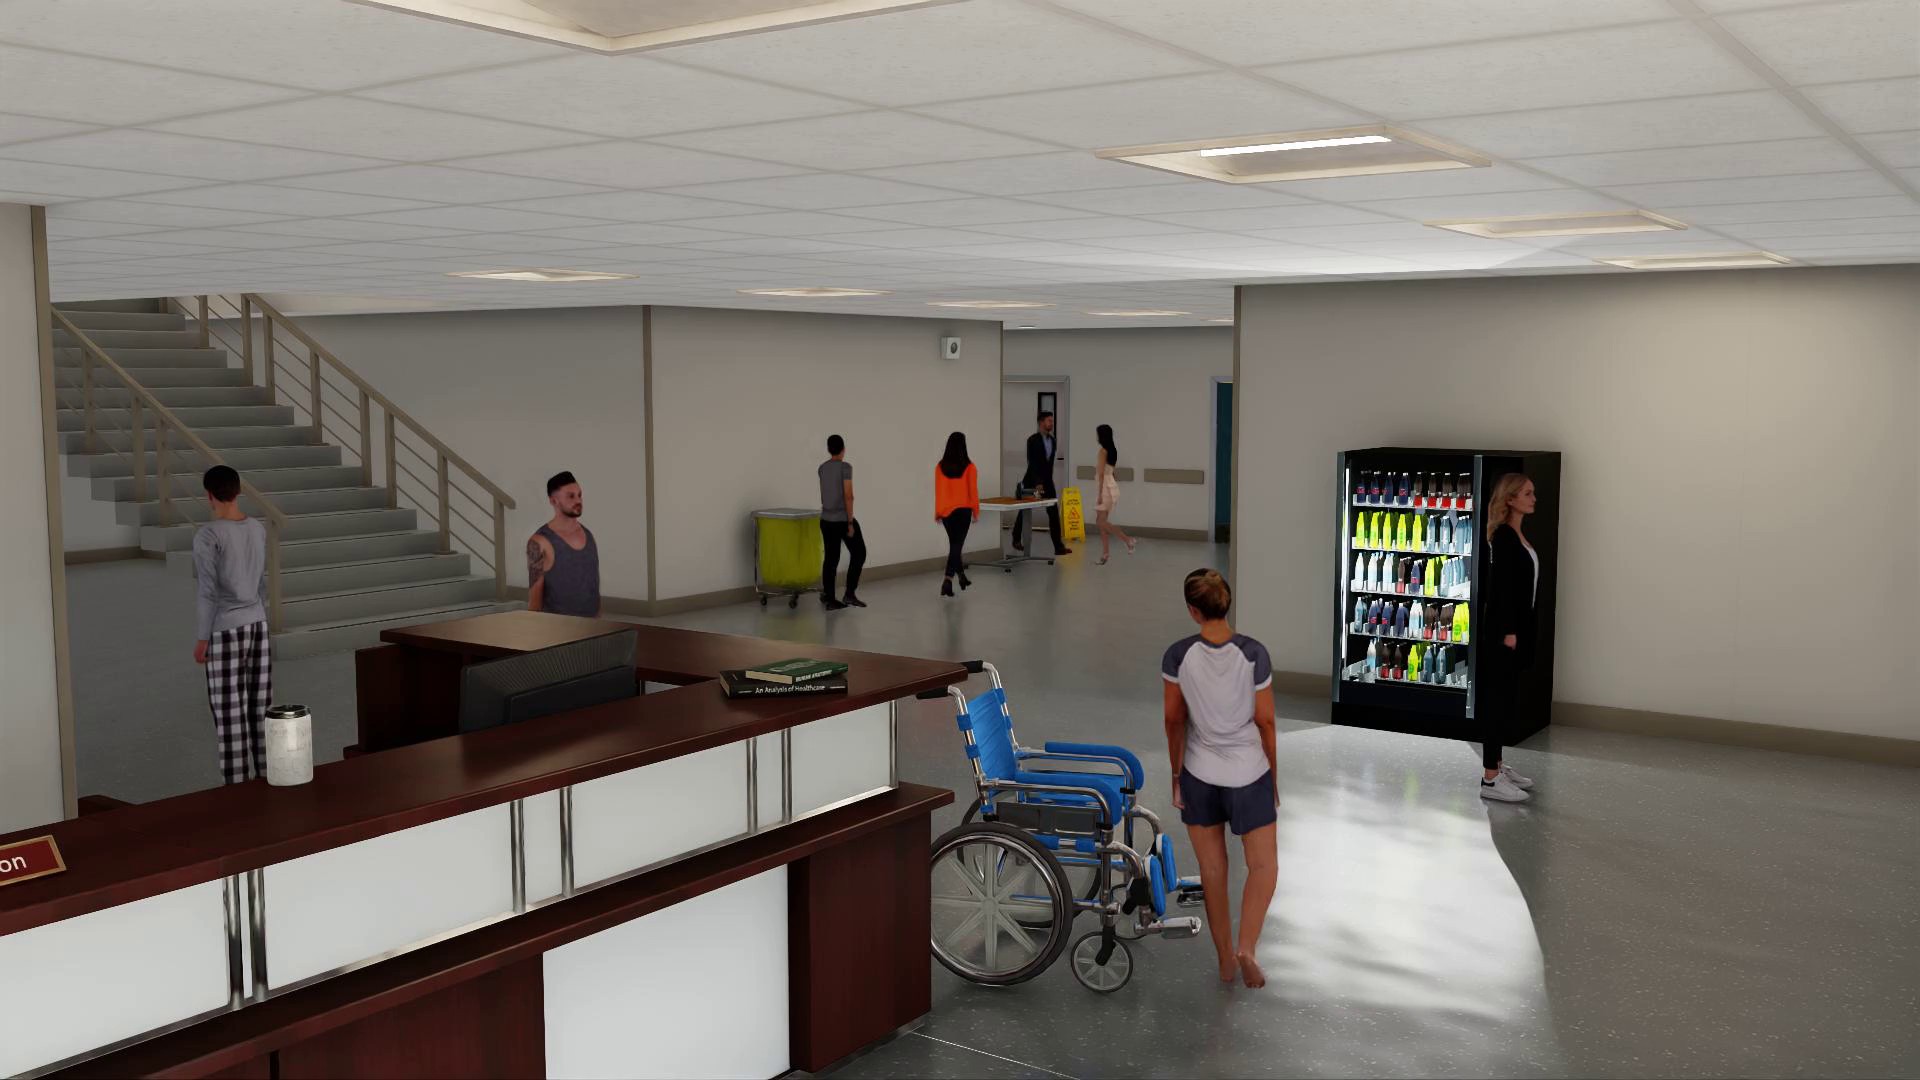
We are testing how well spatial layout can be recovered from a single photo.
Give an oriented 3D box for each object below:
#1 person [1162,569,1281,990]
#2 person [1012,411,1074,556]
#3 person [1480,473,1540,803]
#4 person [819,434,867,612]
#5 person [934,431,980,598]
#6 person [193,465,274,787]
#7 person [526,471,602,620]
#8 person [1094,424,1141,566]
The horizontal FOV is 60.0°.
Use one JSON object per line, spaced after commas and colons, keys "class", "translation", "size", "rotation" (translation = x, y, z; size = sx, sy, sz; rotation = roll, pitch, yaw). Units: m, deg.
{"class": "person", "translation": [0.985, 0.926, 6.242], "size": [0.795, 1.601, 0.794], "rotation": [2, 6, 19]}
{"class": "person", "translation": [0.949, -0.684, 21.216], "size": [0.948, 1.807, 1.390], "rotation": [-4, 7, -35]}
{"class": "person", "translation": [3.037, 0.523, 9.253], "size": [0.558, 1.801, 0.627], "rotation": [3, 6, 27]}
{"class": "person", "translation": [-1.263, -0.163, 16.393], "size": [0.597, 1.737, 0.730], "rotation": [5, 8, 41]}
{"class": "person", "translation": [-0.065, -0.225, 17.223], "size": [1.095, 1.695, 0.810], "rotation": [3, 6, 25]}
{"class": "person", "translation": [-4.009, 0.504, 9.220], "size": [0.614, 1.847, 0.673], "rotation": [2, 6, 22]}
{"class": "person", "translation": [-2.352, 0.516, 9.750], "size": [1.093, 1.823, 0.663], "rotation": [5, 7, 38]}
{"class": "person", "translation": [1.847, -0.524, 20.110], "size": [0.854, 1.712, 0.683], "rotation": [3, 7, 31]}
